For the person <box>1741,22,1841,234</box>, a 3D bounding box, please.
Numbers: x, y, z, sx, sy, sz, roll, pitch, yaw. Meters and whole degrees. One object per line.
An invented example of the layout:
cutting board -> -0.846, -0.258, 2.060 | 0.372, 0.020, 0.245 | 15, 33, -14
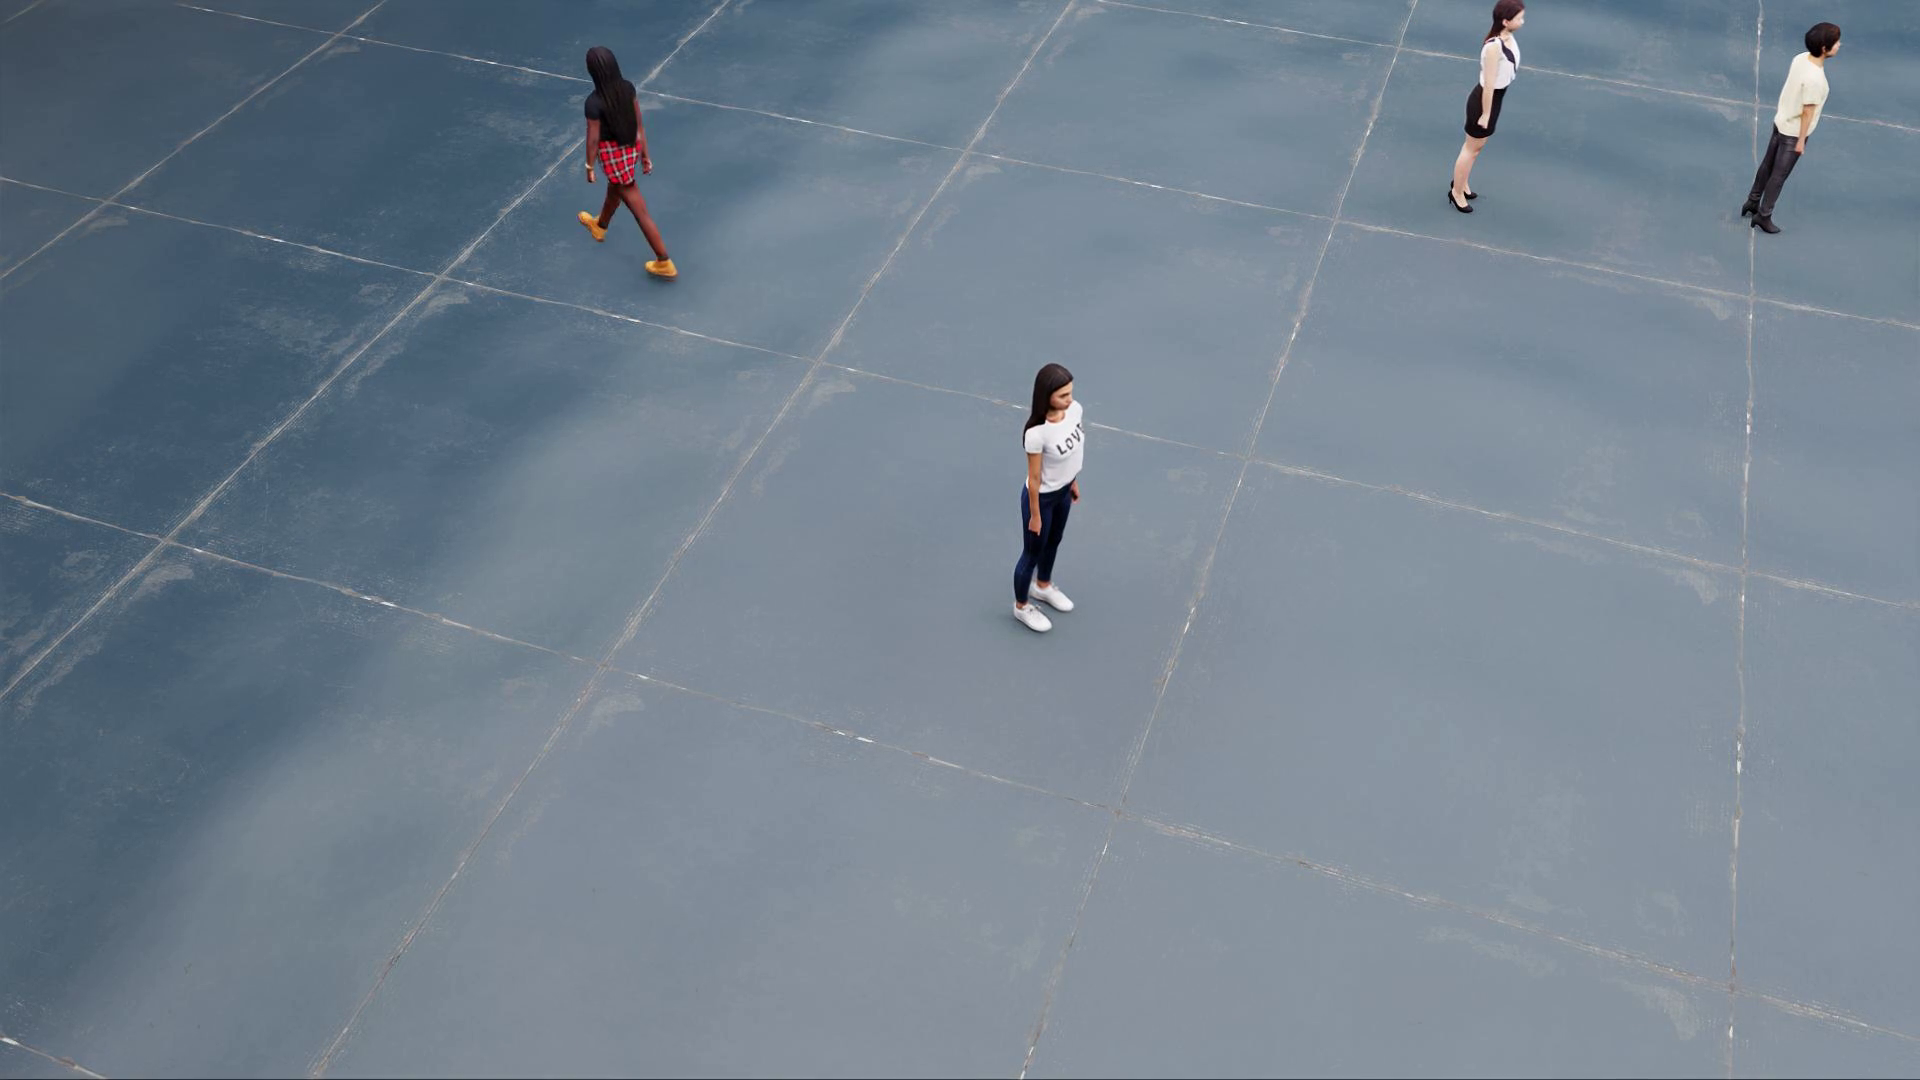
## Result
person -> 6.069, -3.007, 12.129 | 0.588, 1.587, 0.646 | 1, 43, 1

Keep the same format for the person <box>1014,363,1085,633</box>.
person -> 0.463, -0.241, 9.030 | 0.595, 1.774, 0.631 | 26, 49, 25

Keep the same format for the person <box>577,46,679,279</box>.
person -> -2.288, -2.588, 11.614 | 1.249, 1.676, 0.763 | 22, 47, 22

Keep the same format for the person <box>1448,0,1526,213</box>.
person -> 3.897, -3.225, 12.317 | 0.518, 1.649, 0.572 | 17, 46, 17
